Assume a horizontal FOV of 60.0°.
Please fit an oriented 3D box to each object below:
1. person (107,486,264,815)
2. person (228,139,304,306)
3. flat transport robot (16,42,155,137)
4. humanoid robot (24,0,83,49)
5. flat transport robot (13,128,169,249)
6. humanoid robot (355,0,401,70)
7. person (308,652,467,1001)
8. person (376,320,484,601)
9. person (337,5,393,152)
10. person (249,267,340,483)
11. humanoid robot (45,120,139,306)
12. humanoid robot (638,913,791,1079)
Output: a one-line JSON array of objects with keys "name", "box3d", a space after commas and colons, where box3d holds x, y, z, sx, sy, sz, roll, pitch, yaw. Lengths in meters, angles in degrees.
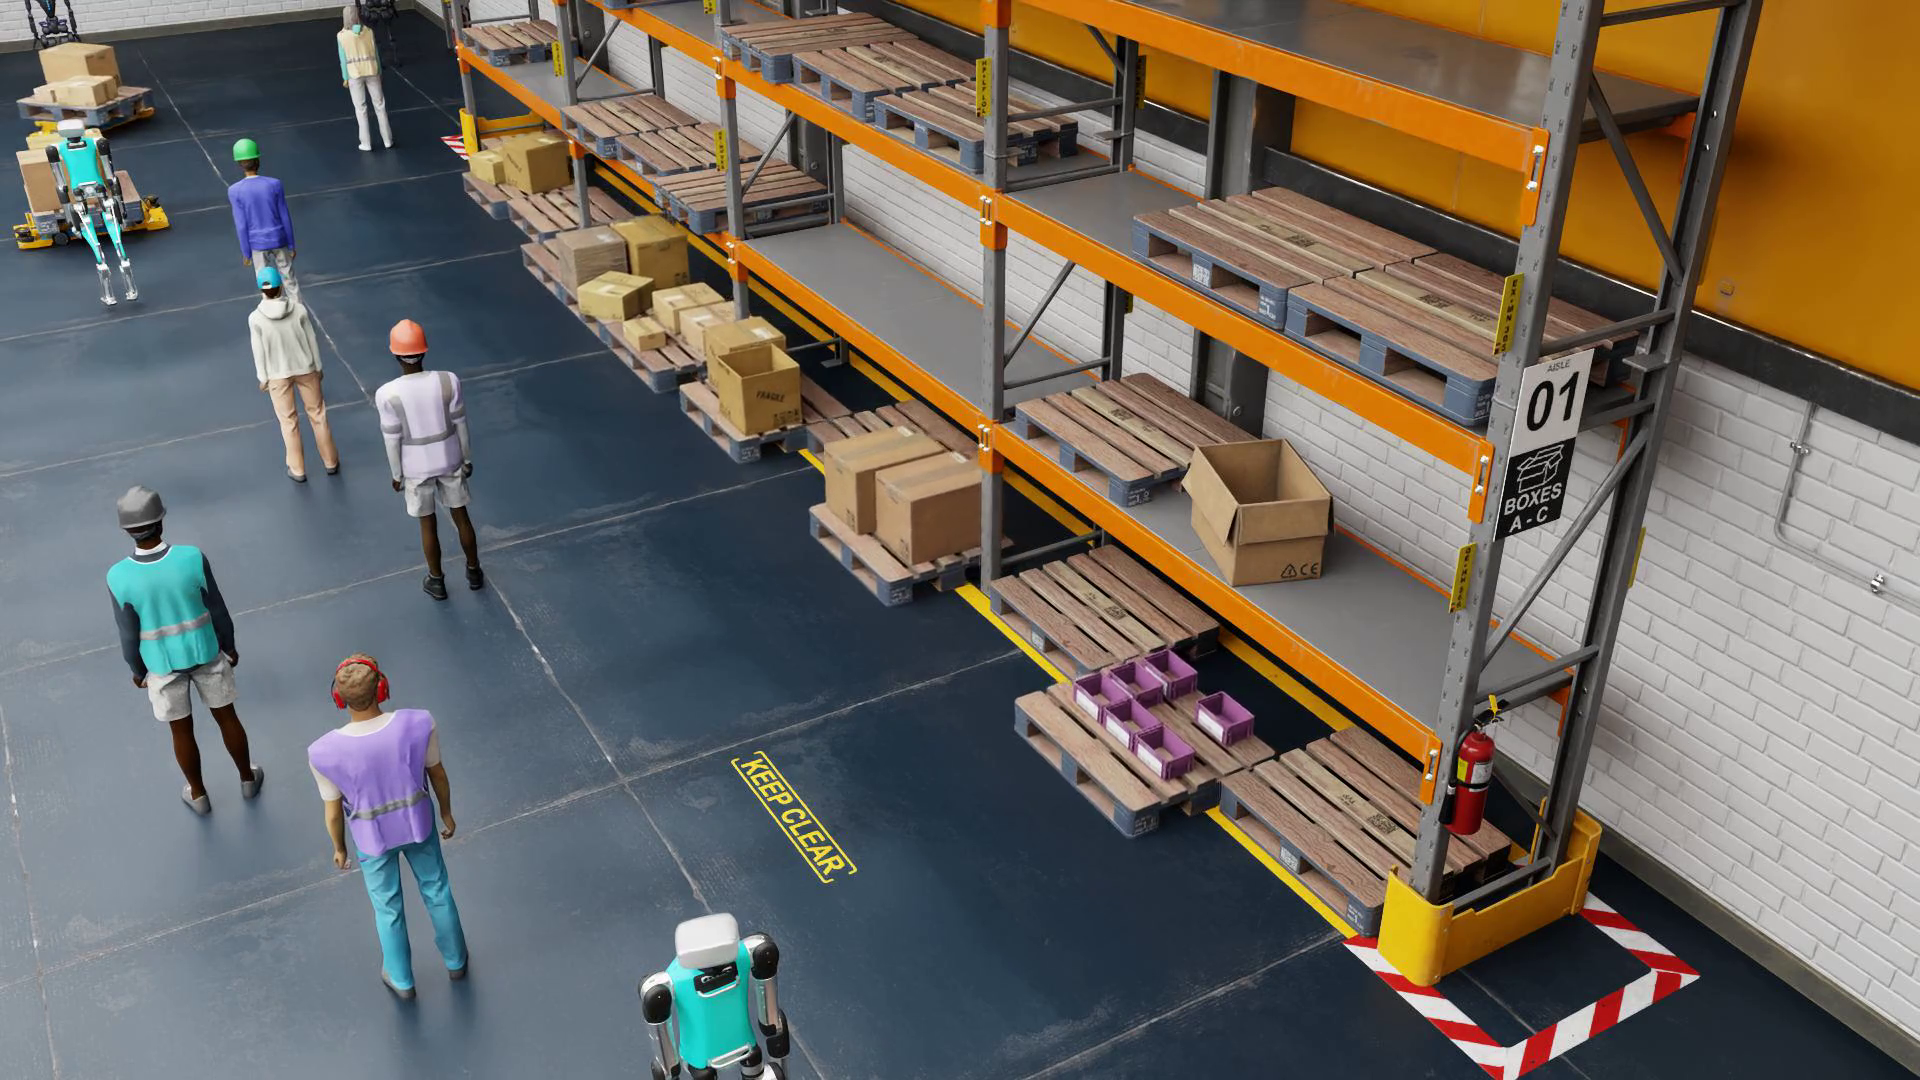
[{"name": "person", "box3d": [-4.139, 0.613, 8.862, 0.552, 1.934, 0.430, -16, 33, -26]}, {"name": "person", "box3d": [-6.062, -2.578, 14.566, 0.459, 1.867, 0.357, -16, 33, -26]}, {"name": "flat transport robot", "box3d": [-10.947, -5.293, 20.977, 0.659, 0.231, 1.431, 8, 31, 14]}, {"name": "humanoid robot", "box3d": [-11.987, -6.704, 22.025, 0.599, 1.657, 0.315, -16, 33, -26]}, {"name": "flat transport robot", "box3d": [-9.181, -3.358, 17.560, 1.431, 0.231, 0.659, -16, 33, -26]}, {"name": "humanoid robot", "box3d": [-8.230, -7.504, 23.441, 0.599, 1.653, 0.315, -16, 33, -26]}, {"name": "person", "box3d": [-2.606, 1.350, 7.657, 0.564, 1.837, 0.388, -16, 33, -26]}, {"name": "person", "box3d": [-3.455, -0.512, 10.843, 0.542, 1.939, 0.360, -16, 33, -26]}, {"name": "person", "box3d": [-7.132, -5.512, 19.900, 0.464, 1.709, 0.369, -16, 33, -26]}, {"name": "person", "box3d": [-4.976, -1.227, 12.375, 0.463, 1.670, 0.386, -16, 33, -26]}, {"name": "humanoid robot", "box3d": [-7.889, -2.948, 15.210, 0.533, 1.677, 0.735, -16, 33, -26]}, {"name": "humanoid robot", "box3d": [-0.782, 2.189, 6.147, 0.533, 1.673, 0.735, -16, 33, -26]}]
